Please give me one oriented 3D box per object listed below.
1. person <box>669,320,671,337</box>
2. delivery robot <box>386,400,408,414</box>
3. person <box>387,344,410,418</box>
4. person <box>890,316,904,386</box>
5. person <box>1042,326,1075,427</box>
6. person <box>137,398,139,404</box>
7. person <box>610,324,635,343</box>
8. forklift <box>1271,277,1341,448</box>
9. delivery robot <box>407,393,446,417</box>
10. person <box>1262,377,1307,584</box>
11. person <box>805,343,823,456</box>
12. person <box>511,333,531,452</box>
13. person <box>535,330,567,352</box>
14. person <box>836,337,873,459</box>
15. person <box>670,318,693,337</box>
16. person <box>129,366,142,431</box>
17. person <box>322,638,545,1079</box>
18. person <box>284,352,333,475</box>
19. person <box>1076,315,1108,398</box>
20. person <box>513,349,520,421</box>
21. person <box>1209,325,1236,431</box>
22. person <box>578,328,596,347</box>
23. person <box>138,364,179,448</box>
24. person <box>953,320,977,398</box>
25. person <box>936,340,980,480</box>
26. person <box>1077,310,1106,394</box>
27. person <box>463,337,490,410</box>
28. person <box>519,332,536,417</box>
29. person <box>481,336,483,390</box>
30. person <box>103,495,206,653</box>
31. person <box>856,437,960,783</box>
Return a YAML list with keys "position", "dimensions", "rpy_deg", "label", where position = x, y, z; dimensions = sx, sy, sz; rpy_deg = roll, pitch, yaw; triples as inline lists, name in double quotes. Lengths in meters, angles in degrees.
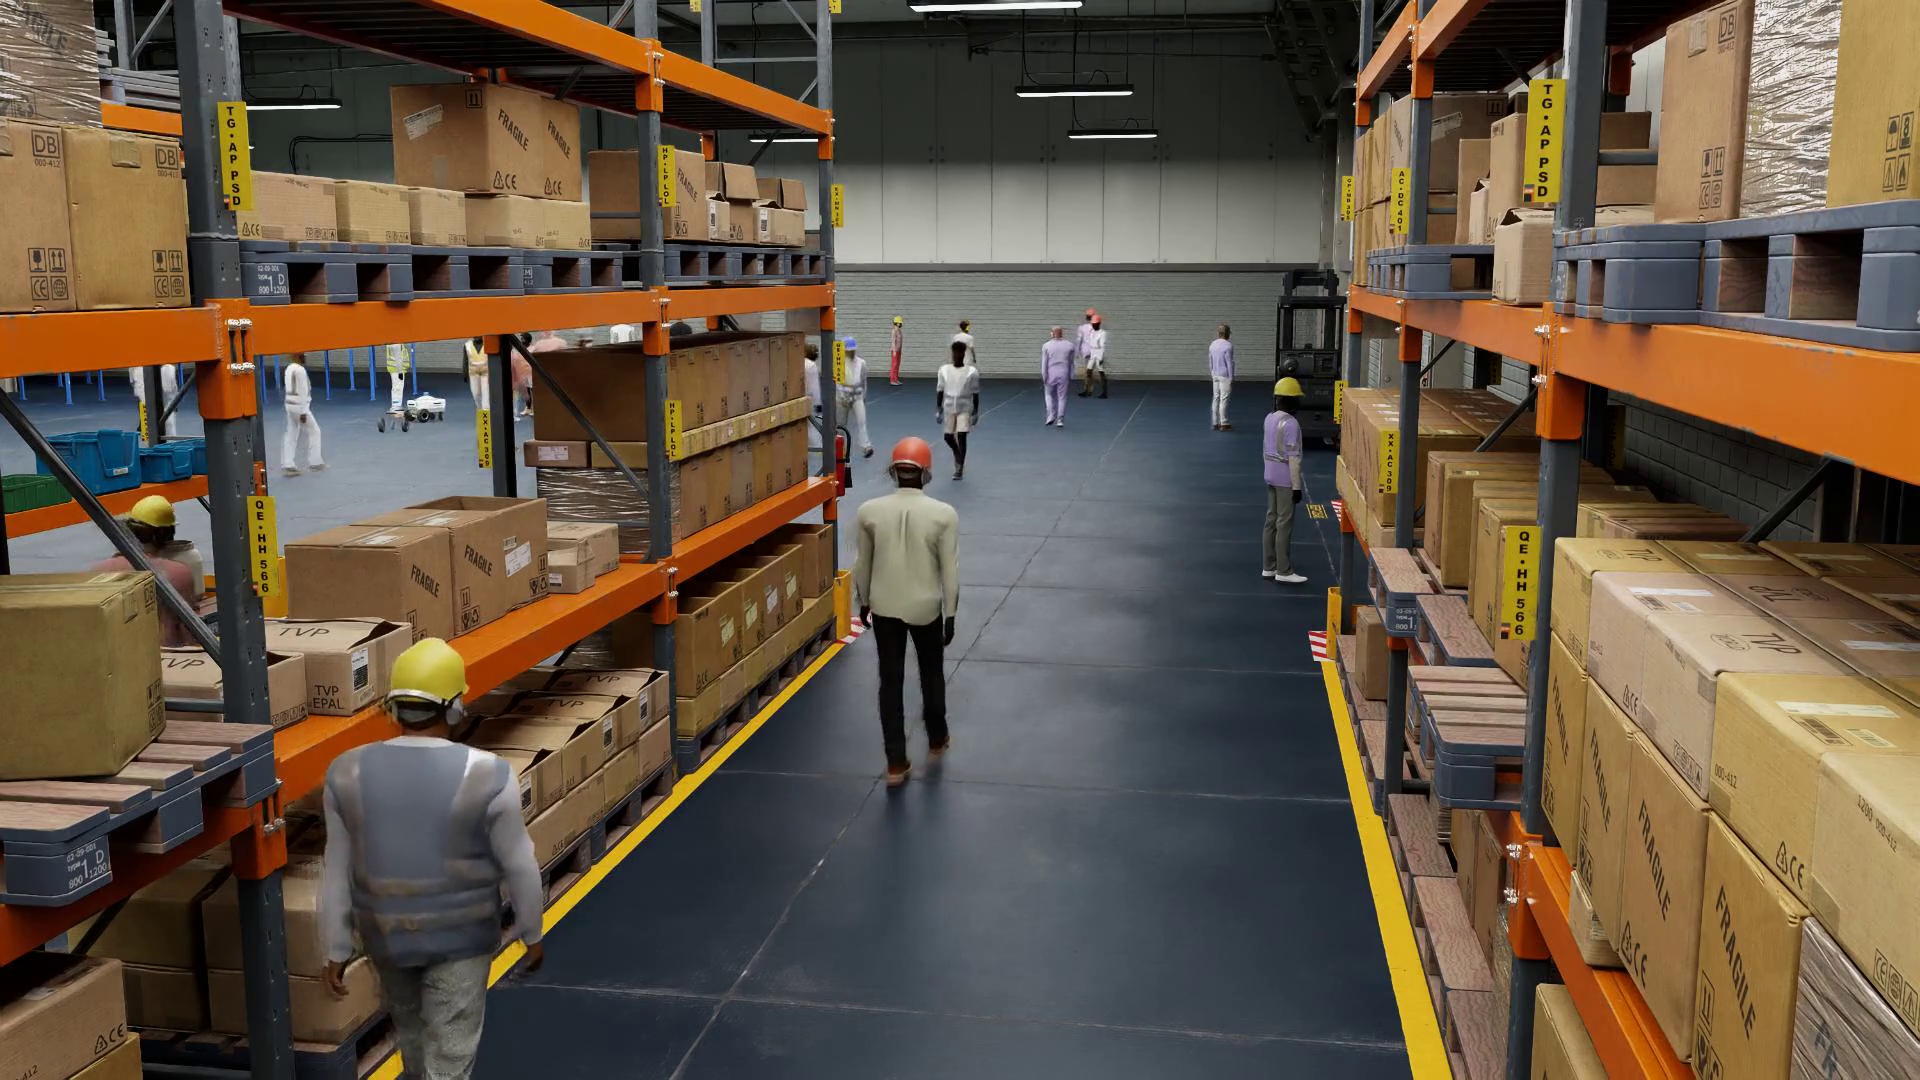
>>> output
- position: [-6.548, -3.966, 36.748]
  dimensions: [0.604, 1.887, 0.656]
  rpy_deg: [-2, 9, -10]
  label: "person"
- position: [-10.369, -2.447, 30.524]
  dimensions: [0.335, 0.223, 0.698]
  rpy_deg: [-1, 9, -5]
  label: "delivery robot"
- position: [-11.251, -3.382, 33.332]
  dimensions: [0.429, 1.836, 0.619]
  rpy_deg: [-4, 10, -23]
  label: "person"
- position: [-1.596, -4.831, 42.487]
  dimensions: [0.338, 1.757, 0.518]
  rpy_deg: [3, 10, 16]
  label: "person"
- position: [1.835, -3.079, 31.296]
  dimensions: [0.635, 1.881, 0.614]
  rpy_deg: [-1, 9, -4]
  label: "person"
- position: [-15.964, -3.270, 32.599]
  dimensions: [0.506, 1.843, 0.350]
  rpy_deg: [0, 9, 2]
  label: "person"
- position: [-8.093, -4.517, 39.961]
  dimensions: [0.605, 1.948, 0.384]
  rpy_deg: [-4, 10, -22]
  label: "person"
- position: [5.847, -3.016, 27.970]
  dimensions: [1.129, 2.768, 1.873]
  rpy_deg: [1, 9, 9]
  label: "forklift"
- position: [-10.421, -2.639, 32.506]
  dimensions: [0.477, 0.478, 0.707]
  rpy_deg: [7, 12, 37]
  label: "delivery robot"
- position: [3.051, -0.567, 15.655]
  dimensions: [0.359, 1.930, 0.587]
  rpy_deg: [-3, 10, -17]
  label: "person"
- position: [-2.340, -2.160, 25.919]
  dimensions: [0.971, 1.787, 0.638]
  rpy_deg: [-5, 10, -27]
  label: "person"
- position: [-7.239, -2.404, 26.860]
  dimensions: [0.640, 1.975, 0.561]
  rpy_deg: [7, 12, 37]
  label: "person"
- position: [-7.886, -3.240, 32.301]
  dimensions: [0.725, 1.875, 0.488]
  rpy_deg: [2, 9, 12]
  label: "person"
- position: [-1.684, -2.214, 25.973]
  dimensions: [0.593, 1.881, 1.024]
  rpy_deg: [-4, 10, -26]
  label: "person"
- position: [-6.684, -4.509, 39.909]
  dimensions: [0.665, 1.957, 0.436]
  rpy_deg: [3, 10, 17]
  label: "person"
- position: [-14.931, -2.971, 30.455]
  dimensions: [0.551, 1.936, 0.357]
  rpy_deg: [-8, 12, -39]
  label: "person"
- position: [-1.603, 1.185, 5.221]
  dimensions: [0.629, 1.799, 0.799]
  rpy_deg: [1, 9, 3]
  label: "person"
- position: [-9.425, -1.879, 23.950]
  dimensions: [0.809, 1.855, 0.601]
  rpy_deg: [-9, 13, -43]
  label: "person"
- position: [3.055, -4.185, 38.065]
  dimensions: [0.908, 1.897, 0.563]
  rpy_deg: [-7, 11, -36]
  label: "person"
- position: [-8.750, -3.172, 32.302]
  dimensions: [0.325, 1.740, 0.492]
  rpy_deg: [4, 10, 21]
  label: "person"
- position: [4.829, -2.971, 30.521]
  dimensions: [0.483, 1.937, 0.639]
  rpy_deg: [-5, 11, -29]
  label: "person"
- position: [-5.890, -2.363, 26.524]
  dimensions: [0.695, 2.000, 0.968]
  rpy_deg: [-6, 11, -31]
  label: "person"
- position: [-12.508, -2.163, 25.983]
  dimensions: [0.955, 1.776, 0.631]
  rpy_deg: [9, 13, 43]
  label: "person"
- position: [0.107, -3.975, 37.025]
  dimensions: [0.538, 1.824, 0.953]
  rpy_deg: [7, 12, 37]
  label: "person"
- position: [-0.018, -1.865, 23.604]
  dimensions: [0.618, 1.950, 0.731]
  rpy_deg: [2, 9, 14]
  label: "person"
- position: [3.150, -4.482, 39.630]
  dimensions: [0.642, 1.982, 1.066]
  rpy_deg: [4, 10, 24]
  label: "person"
- position: [-9.465, -3.290, 32.829]
  dimensions: [0.646, 1.812, 0.752]
  rpy_deg: [-1, 9, -8]
  label: "person"
- position: [-8.662, -3.331, 33.404]
  dimensions: [0.538, 1.698, 0.320]
  rpy_deg: [8, 12, 39]
  label: "person"
- position: [-11.414, -4.447, 39.990]
  dimensions: [0.575, 1.798, 0.962]
  rpy_deg: [-2, 9, -13]
  label: "person"
- position: [-4.215, 0.629, 8.851]
  dimensions: [0.546, 1.742, 0.683]
  rpy_deg: [3, 10, 15]
  label: "person"
- position: [-0.296, 0.372, 9.754]
  dimensions: [0.633, 1.953, 0.928]
  rpy_deg: [1, 9, 6]
  label: "person"
